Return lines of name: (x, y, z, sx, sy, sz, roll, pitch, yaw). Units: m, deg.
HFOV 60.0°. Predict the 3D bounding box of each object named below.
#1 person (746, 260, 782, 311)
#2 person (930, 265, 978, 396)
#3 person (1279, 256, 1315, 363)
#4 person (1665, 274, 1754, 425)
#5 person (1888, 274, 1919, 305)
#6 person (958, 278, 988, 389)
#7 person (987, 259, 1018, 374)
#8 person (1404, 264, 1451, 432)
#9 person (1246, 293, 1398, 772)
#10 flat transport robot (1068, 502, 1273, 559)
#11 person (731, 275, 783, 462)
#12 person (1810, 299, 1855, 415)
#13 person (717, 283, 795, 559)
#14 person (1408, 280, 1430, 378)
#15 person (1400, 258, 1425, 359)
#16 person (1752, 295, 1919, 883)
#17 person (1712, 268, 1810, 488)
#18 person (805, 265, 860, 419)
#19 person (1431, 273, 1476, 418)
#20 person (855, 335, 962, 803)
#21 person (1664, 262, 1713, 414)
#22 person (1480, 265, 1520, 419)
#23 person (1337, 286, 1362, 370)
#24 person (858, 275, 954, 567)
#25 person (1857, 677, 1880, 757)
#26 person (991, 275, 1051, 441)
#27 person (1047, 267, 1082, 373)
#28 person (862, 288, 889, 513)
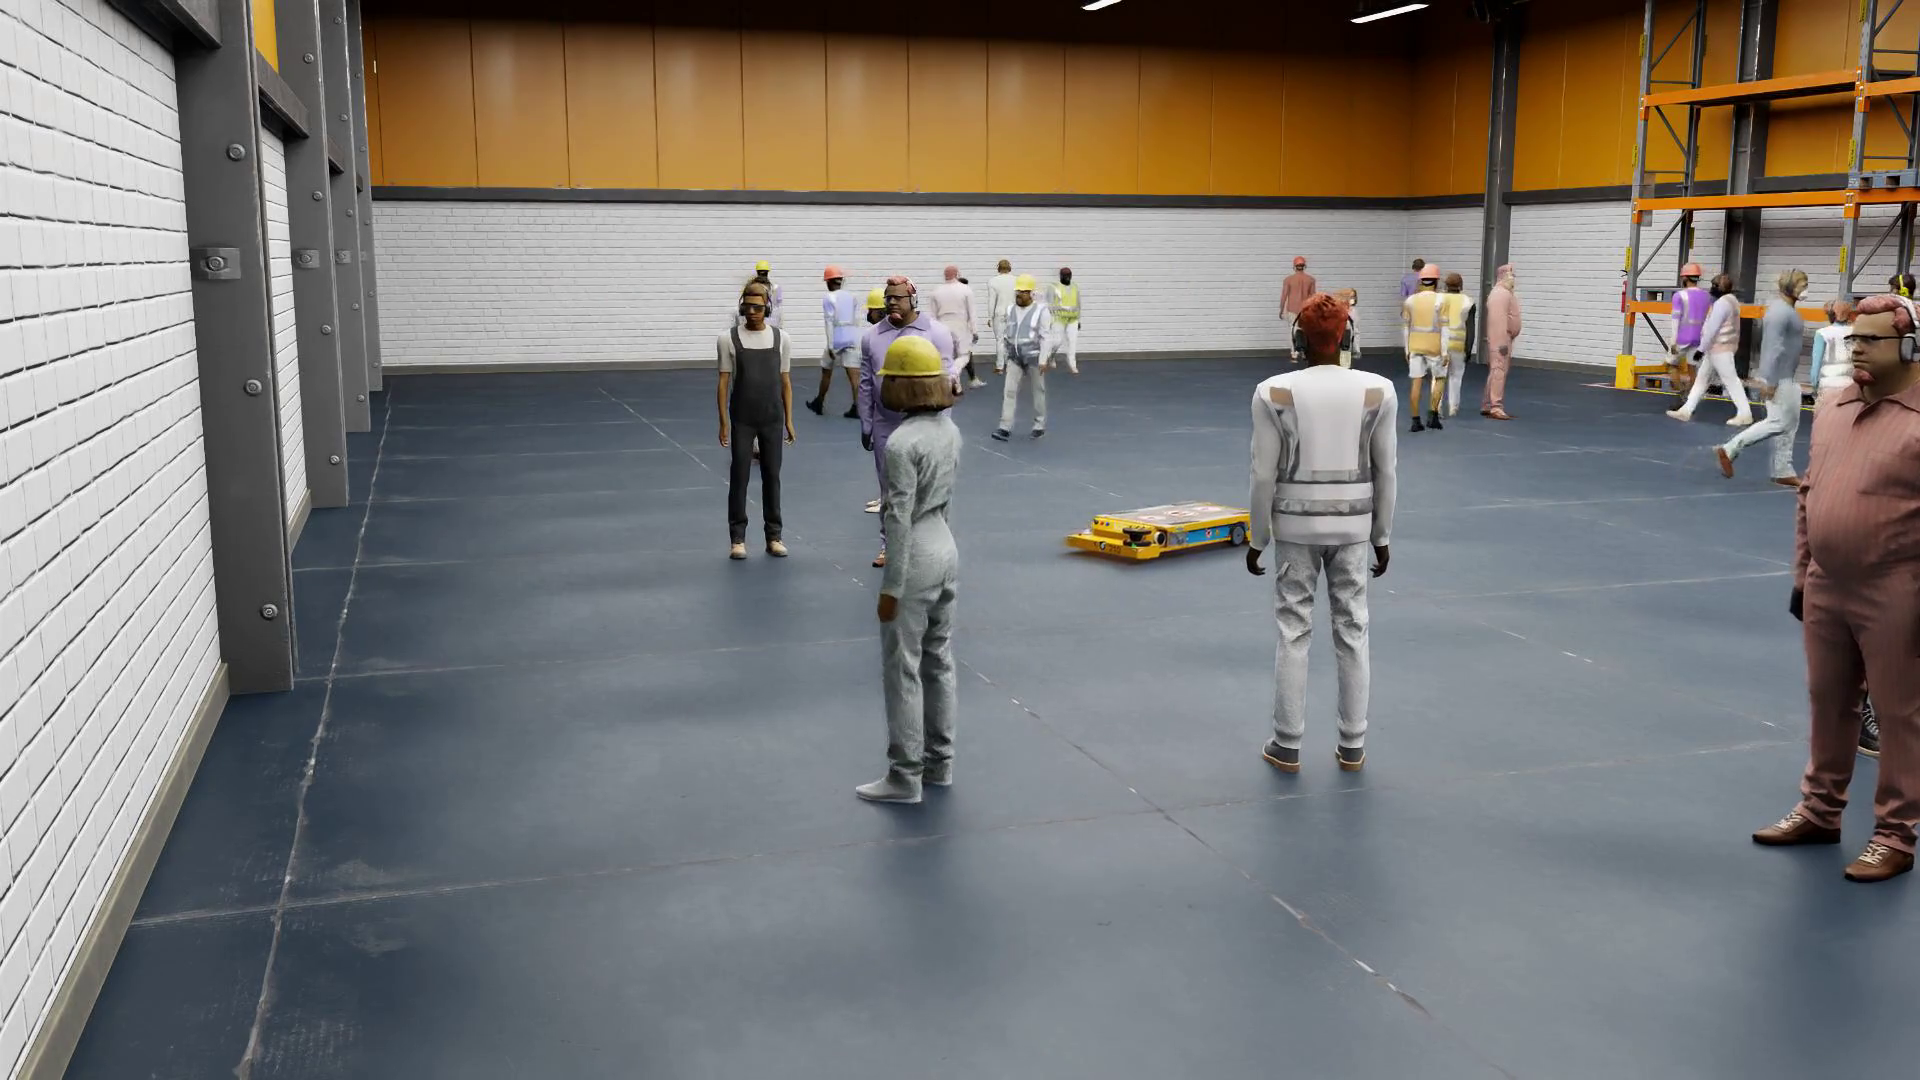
person: (-3.086, -3.425, 26.147, 0.589, 1.924, 0.384, -3, 10, -17)
person: (-0.106, -2.950, 23.561, 0.704, 1.872, 0.697, 4, 11, 23)
person: (6.284, -4.301, 31.056, 0.629, 1.975, 0.504, -1, 10, -5)
person: (9.043, -2.266, 19.852, 1.001, 1.793, 0.625, 6, 11, 29)
person: (9.354, -1.702, 16.418, 0.599, 1.835, 0.418, -7, 12, -36)
person: (0.057, -3.058, 24.767, 0.780, 1.660, 0.534, 4, 10, 20)
person: (0.754, -3.756, 28.034, 0.629, 1.937, 0.379, -3, 10, -17)
person: (5.363, -2.192, 19.051, 0.556, 1.915, 0.592, 7, 12, 36)
person: (1.415, -0.019, 6.539, 0.573, 1.887, 0.355, 0, 10, 1)
flat transport robot: (1.489, -0.085, 11.591, 1.431, 0.197, 0.652, -8, 13, -40)
person: (-1.884, -1.605, 15.919, 0.603, 1.821, 0.853, -7, 12, -34)
person: (8.235, -1.441, 15.547, 0.545, 1.618, 0.553, -1, 10, -7)
person: (-1.365, -0.792, 11.141, 0.516, 1.842, 0.329, -3, 10, -19)
person: (7.555, -3.456, 27.269, 0.509, 1.593, 0.858, 1, 10, 5)
person: (8.790, -4.447, 32.022, 0.627, 1.941, 0.371, 3, 10, 16)
person: (2.976, 0.158, 5.461, 0.399, 1.908, 0.643, -3, 10, -18)
person: (7.064, -1.404, 14.479, 0.716, 1.922, 0.635, 7, 12, 34)
person: (-1.551, -2.462, 20.695, 0.548, 1.874, 1.002, -8, 13, -40)
person: (6.059, -2.409, 20.637, 0.627, 1.808, 0.944, 4, 10, 20)
person: (-0.171, 0.107, 6.230, 0.303, 1.742, 0.504, 5, 11, 26)
person: (9.236, -2.551, 21.105, 0.563, 1.923, 0.405, -1, 10, -8)
person: (6.697, -2.440, 20.575, 0.422, 1.886, 0.731, 3, 10, 15)
person: (4.886, -2.421, 21.211, 0.494, 1.616, 0.362, -9, 13, -42)
person: (-0.364, -0.755, 10.781, 0.646, 1.901, 0.401, 3, 10, 19)
person: (3.921, -0.084, 6.752, 0.618, 1.953, 0.398, -7, 12, -36)
person: (0.661, -1.968, 18.069, 0.636, 1.793, 0.851, 6, 12, 32)
person: (1.764, -3.774, 28.525, 0.643, 1.819, 0.759, -4, 10, -21)
person: (-0.614, -1.098, 13.131, 0.306, 1.770, 0.525, 0, 10, 1)
